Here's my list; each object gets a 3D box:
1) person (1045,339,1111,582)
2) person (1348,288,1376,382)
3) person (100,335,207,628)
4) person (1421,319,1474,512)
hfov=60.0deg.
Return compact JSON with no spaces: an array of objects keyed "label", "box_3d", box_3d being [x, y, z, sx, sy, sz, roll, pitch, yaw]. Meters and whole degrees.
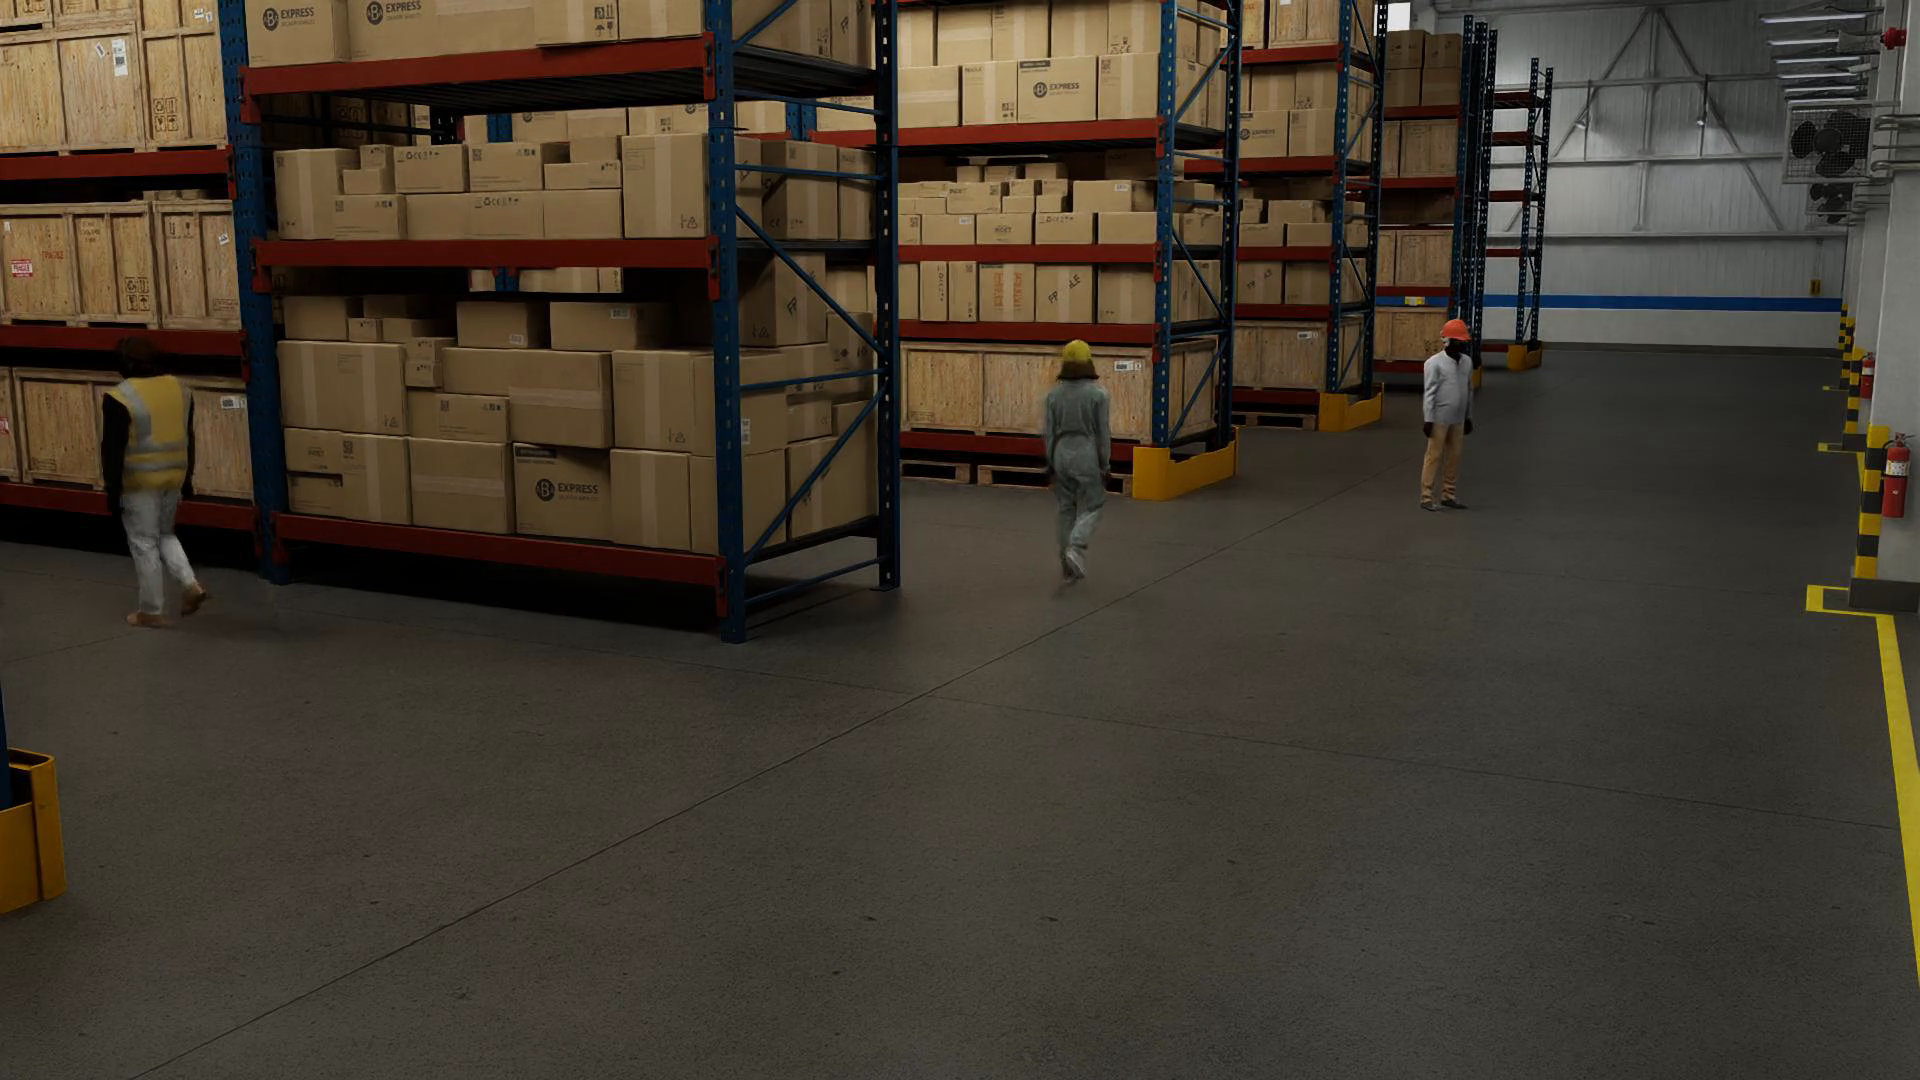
[{"label":"person","box_3d":[0.814,-0.543,11.714,0.502,1.725,0.428,5,11,25]},{"label":"person","box_3d":[5.856,-2.786,24.445,0.620,1.817,0.605,8,13,38]},{"label":"person","box_3d":[-5.036,-0.353,10.316,0.435,1.832,0.648,4,10,20]},{"label":"person","box_3d":[4.428,-1.120,15.026,0.578,1.742,0.361,-6,11,-30]}]
